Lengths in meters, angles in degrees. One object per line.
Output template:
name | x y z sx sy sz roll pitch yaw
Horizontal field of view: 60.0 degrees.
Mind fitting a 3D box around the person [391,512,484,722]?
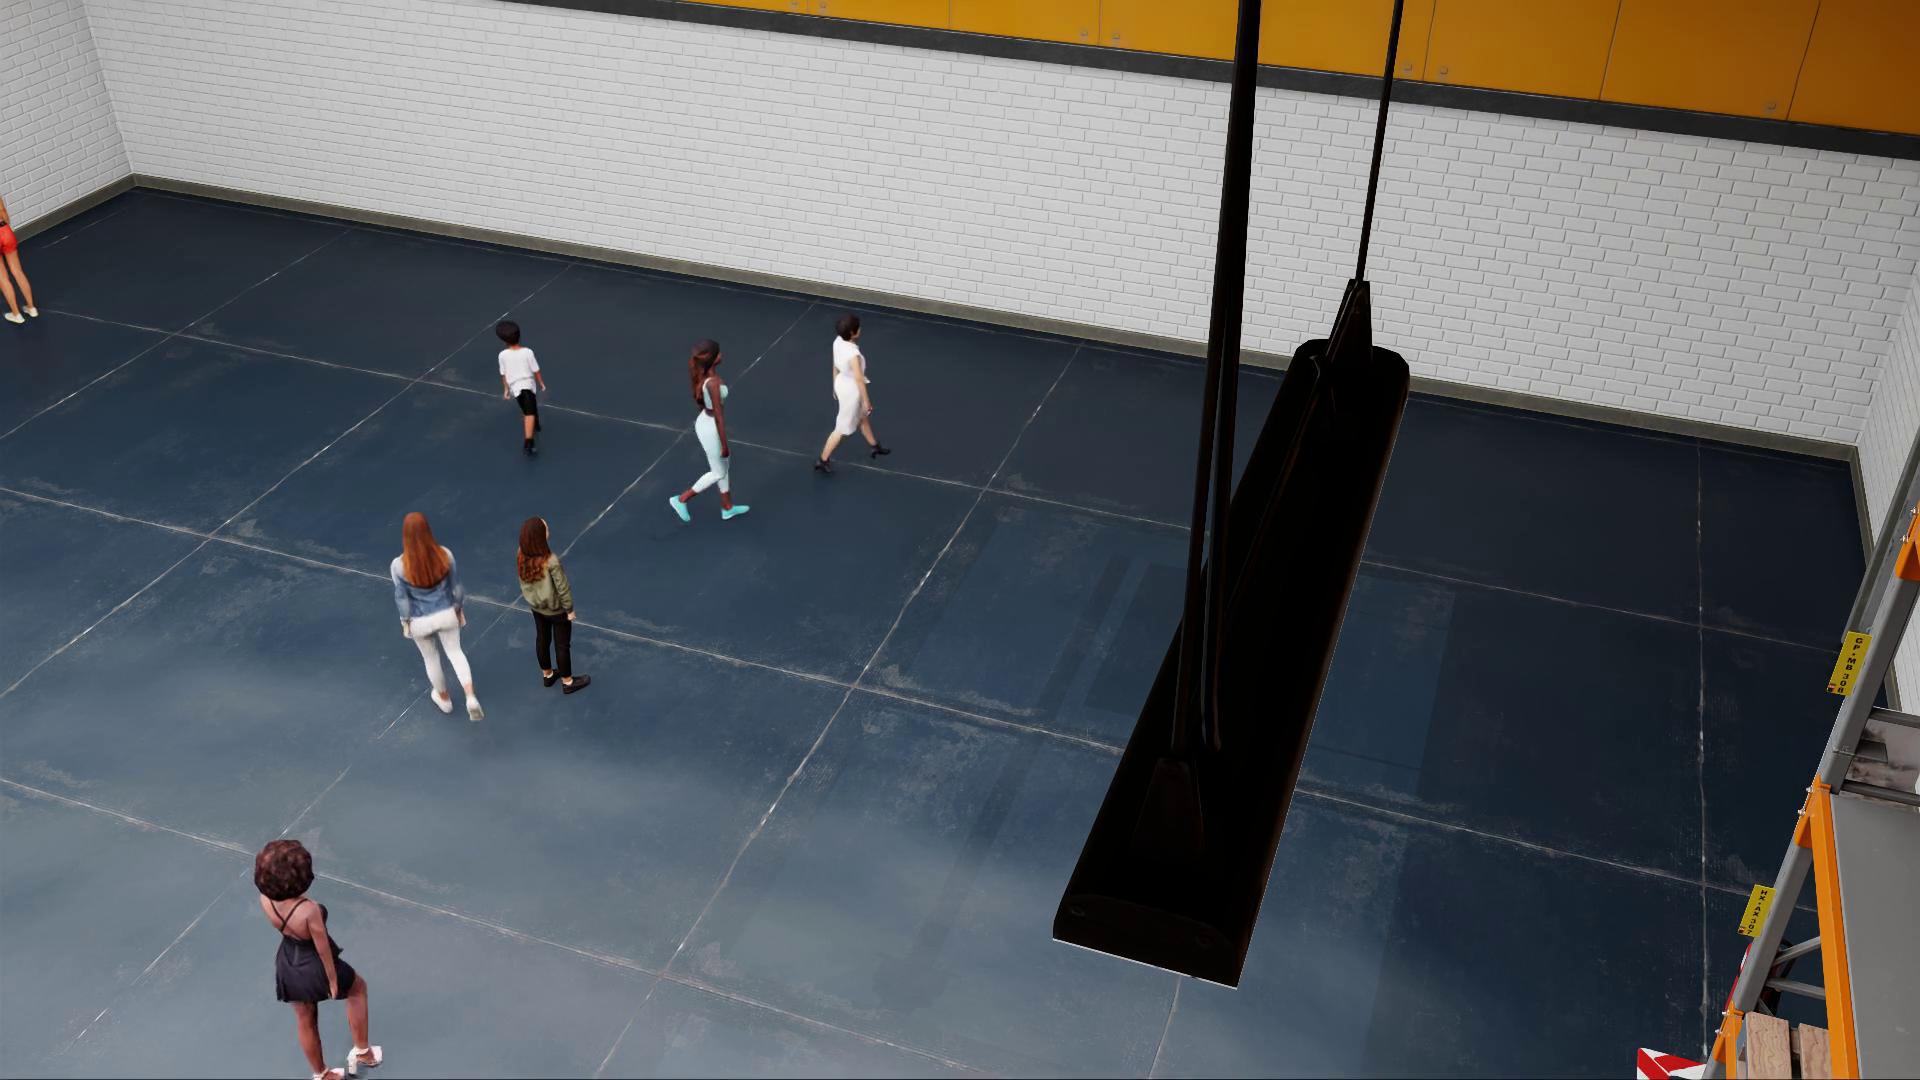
person | -3.685 0.604 11.746 0.963 1.685 0.977 -20 39 -28

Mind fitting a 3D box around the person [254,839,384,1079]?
person | -3.547 2.396 8.970 0.572 1.774 0.658 8 34 11

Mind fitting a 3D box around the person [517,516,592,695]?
person | -3.002 0.469 12.139 0.616 1.475 0.562 18 38 25

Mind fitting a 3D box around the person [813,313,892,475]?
person | -1.036 -1.250 14.688 1.069 1.515 0.974 -17 37 -24

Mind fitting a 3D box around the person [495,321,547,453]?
person | -3.987 -1.377 15.135 0.751 1.233 0.979 -2 34 -3

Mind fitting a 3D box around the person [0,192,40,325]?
person | -9.992 -3.116 17.252 0.669 1.786 0.529 20 38 27

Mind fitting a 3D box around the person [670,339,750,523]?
person | -2.148 -0.862 13.930 0.989 1.708 0.937 -14 36 -21
